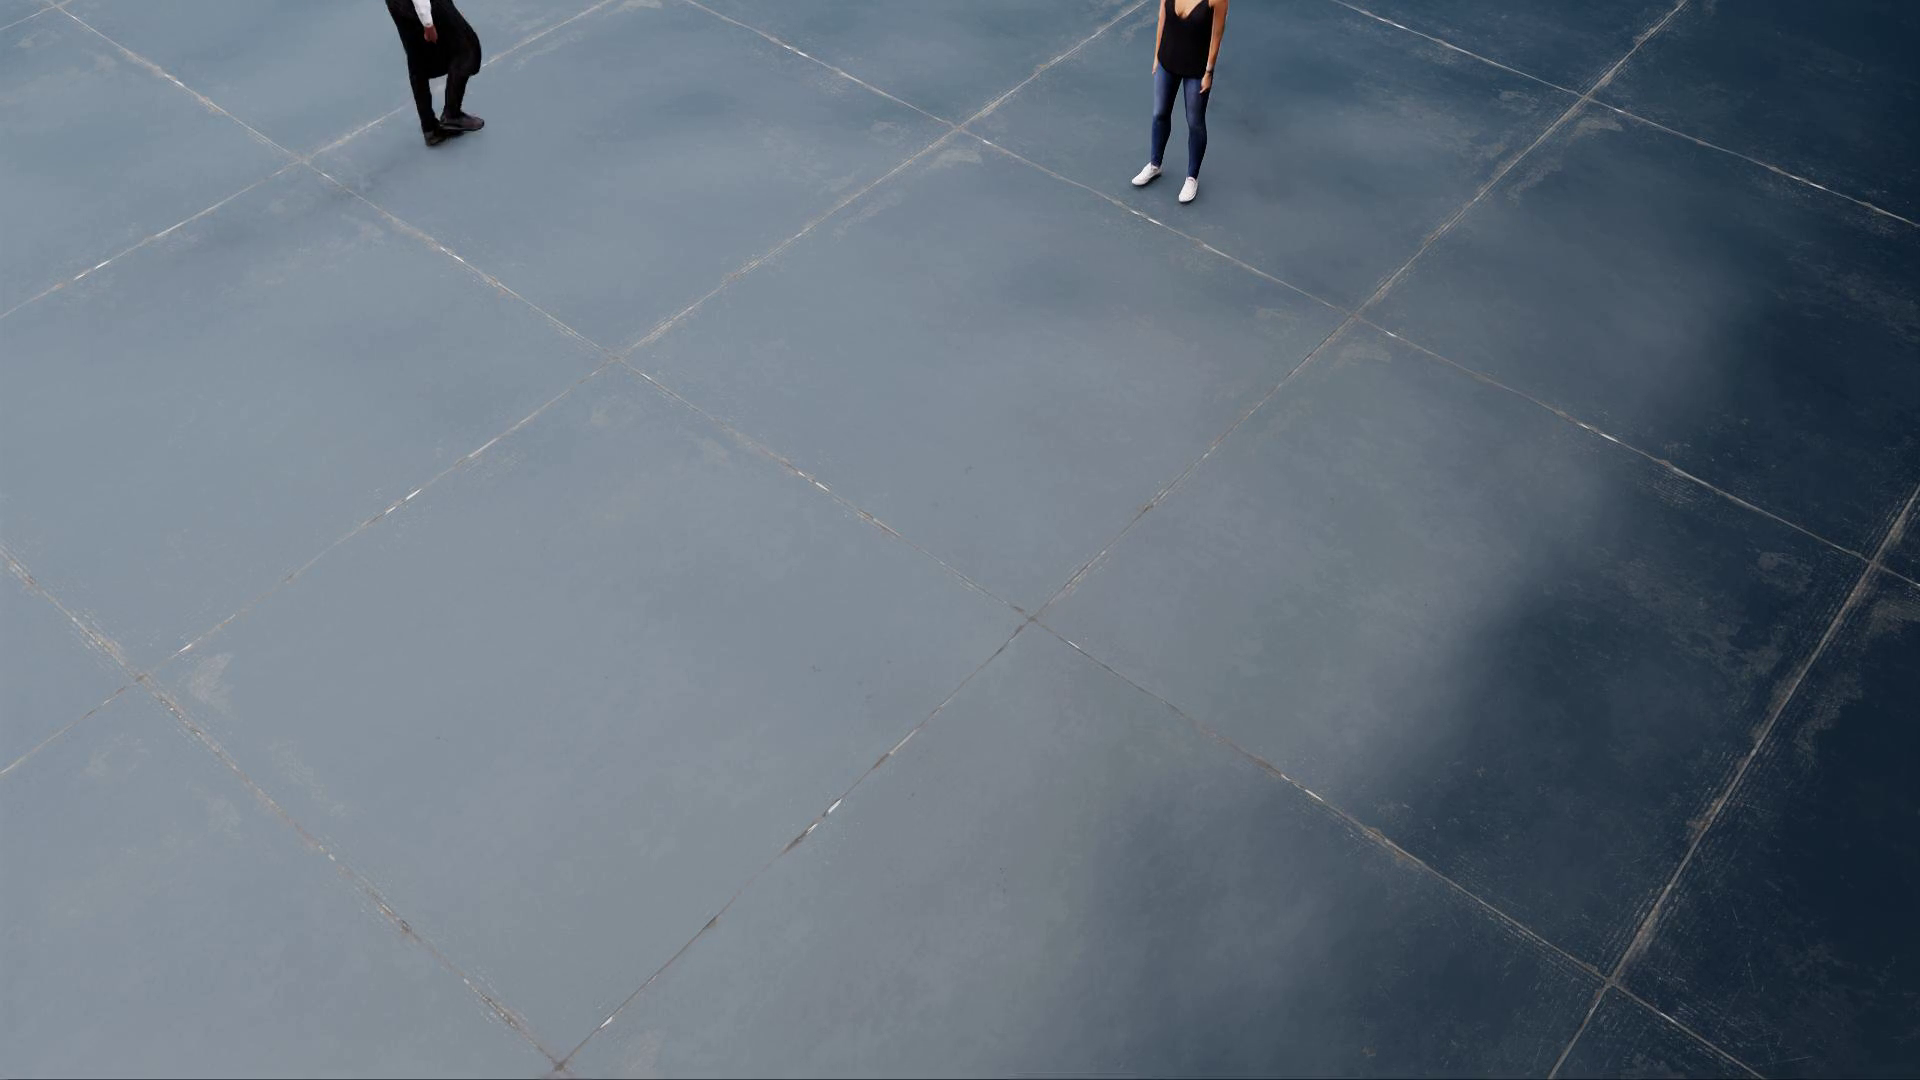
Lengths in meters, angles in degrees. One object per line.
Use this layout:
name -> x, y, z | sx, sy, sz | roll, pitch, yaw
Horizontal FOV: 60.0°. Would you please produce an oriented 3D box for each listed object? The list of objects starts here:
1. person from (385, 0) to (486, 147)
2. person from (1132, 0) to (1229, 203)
person -> -3.410, -3.224, 10.186 | 0.721, 1.823, 0.716 | -35, 56, -28
person -> 1.342, -2.838, 9.897 | 0.613, 1.723, 0.562 | 25, 52, 21
